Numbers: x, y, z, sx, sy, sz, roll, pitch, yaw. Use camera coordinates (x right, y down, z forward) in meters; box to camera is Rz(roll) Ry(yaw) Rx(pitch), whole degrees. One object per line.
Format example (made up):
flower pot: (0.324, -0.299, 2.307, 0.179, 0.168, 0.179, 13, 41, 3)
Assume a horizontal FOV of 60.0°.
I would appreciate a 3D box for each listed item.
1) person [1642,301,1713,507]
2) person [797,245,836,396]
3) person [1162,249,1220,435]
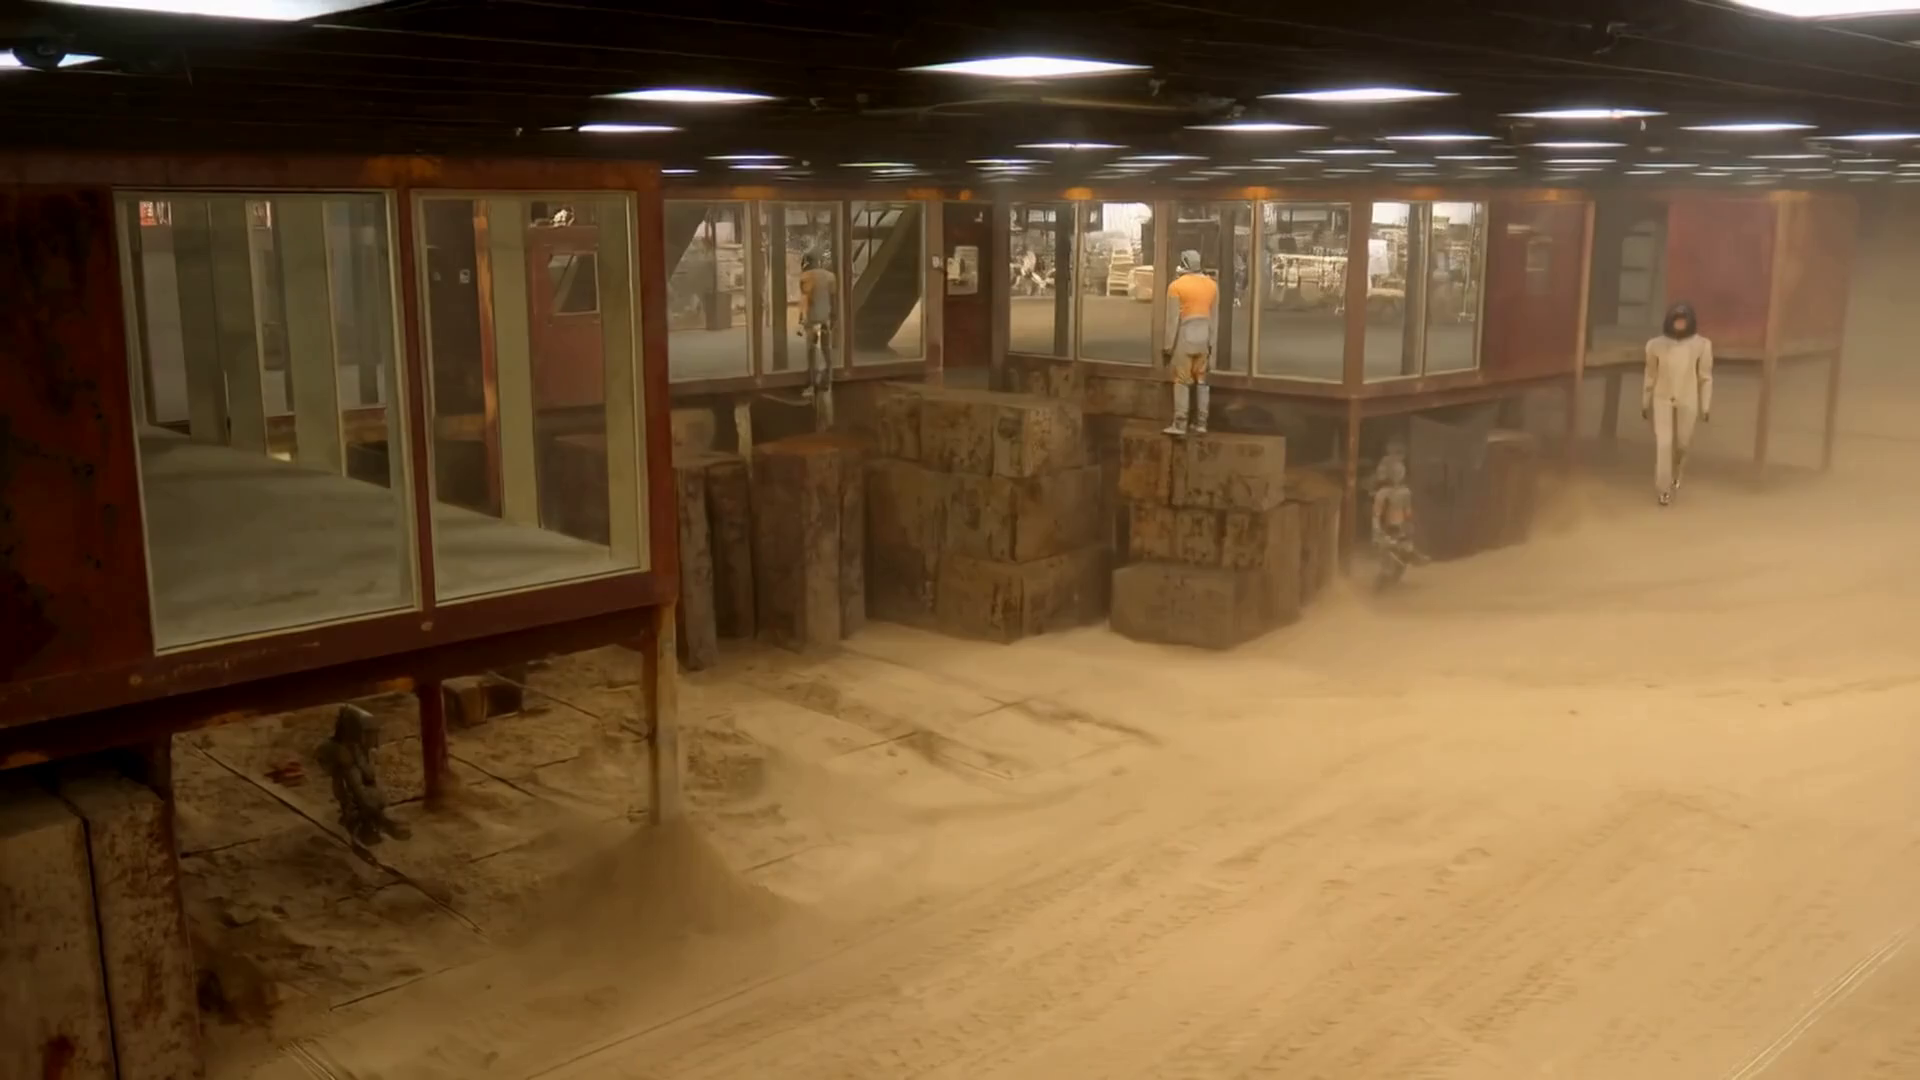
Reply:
person: (5.695, -1.100, 13.231, 0.507, 1.602, 0.770, 4, 12, 20)
person: (-1.791, -2.718, 20.679, 0.531, 1.870, 0.317, -7, 13, -32)
person: (2.354, -2.037, 17.173, 0.643, 1.908, 0.411, -7, 13, -32)
